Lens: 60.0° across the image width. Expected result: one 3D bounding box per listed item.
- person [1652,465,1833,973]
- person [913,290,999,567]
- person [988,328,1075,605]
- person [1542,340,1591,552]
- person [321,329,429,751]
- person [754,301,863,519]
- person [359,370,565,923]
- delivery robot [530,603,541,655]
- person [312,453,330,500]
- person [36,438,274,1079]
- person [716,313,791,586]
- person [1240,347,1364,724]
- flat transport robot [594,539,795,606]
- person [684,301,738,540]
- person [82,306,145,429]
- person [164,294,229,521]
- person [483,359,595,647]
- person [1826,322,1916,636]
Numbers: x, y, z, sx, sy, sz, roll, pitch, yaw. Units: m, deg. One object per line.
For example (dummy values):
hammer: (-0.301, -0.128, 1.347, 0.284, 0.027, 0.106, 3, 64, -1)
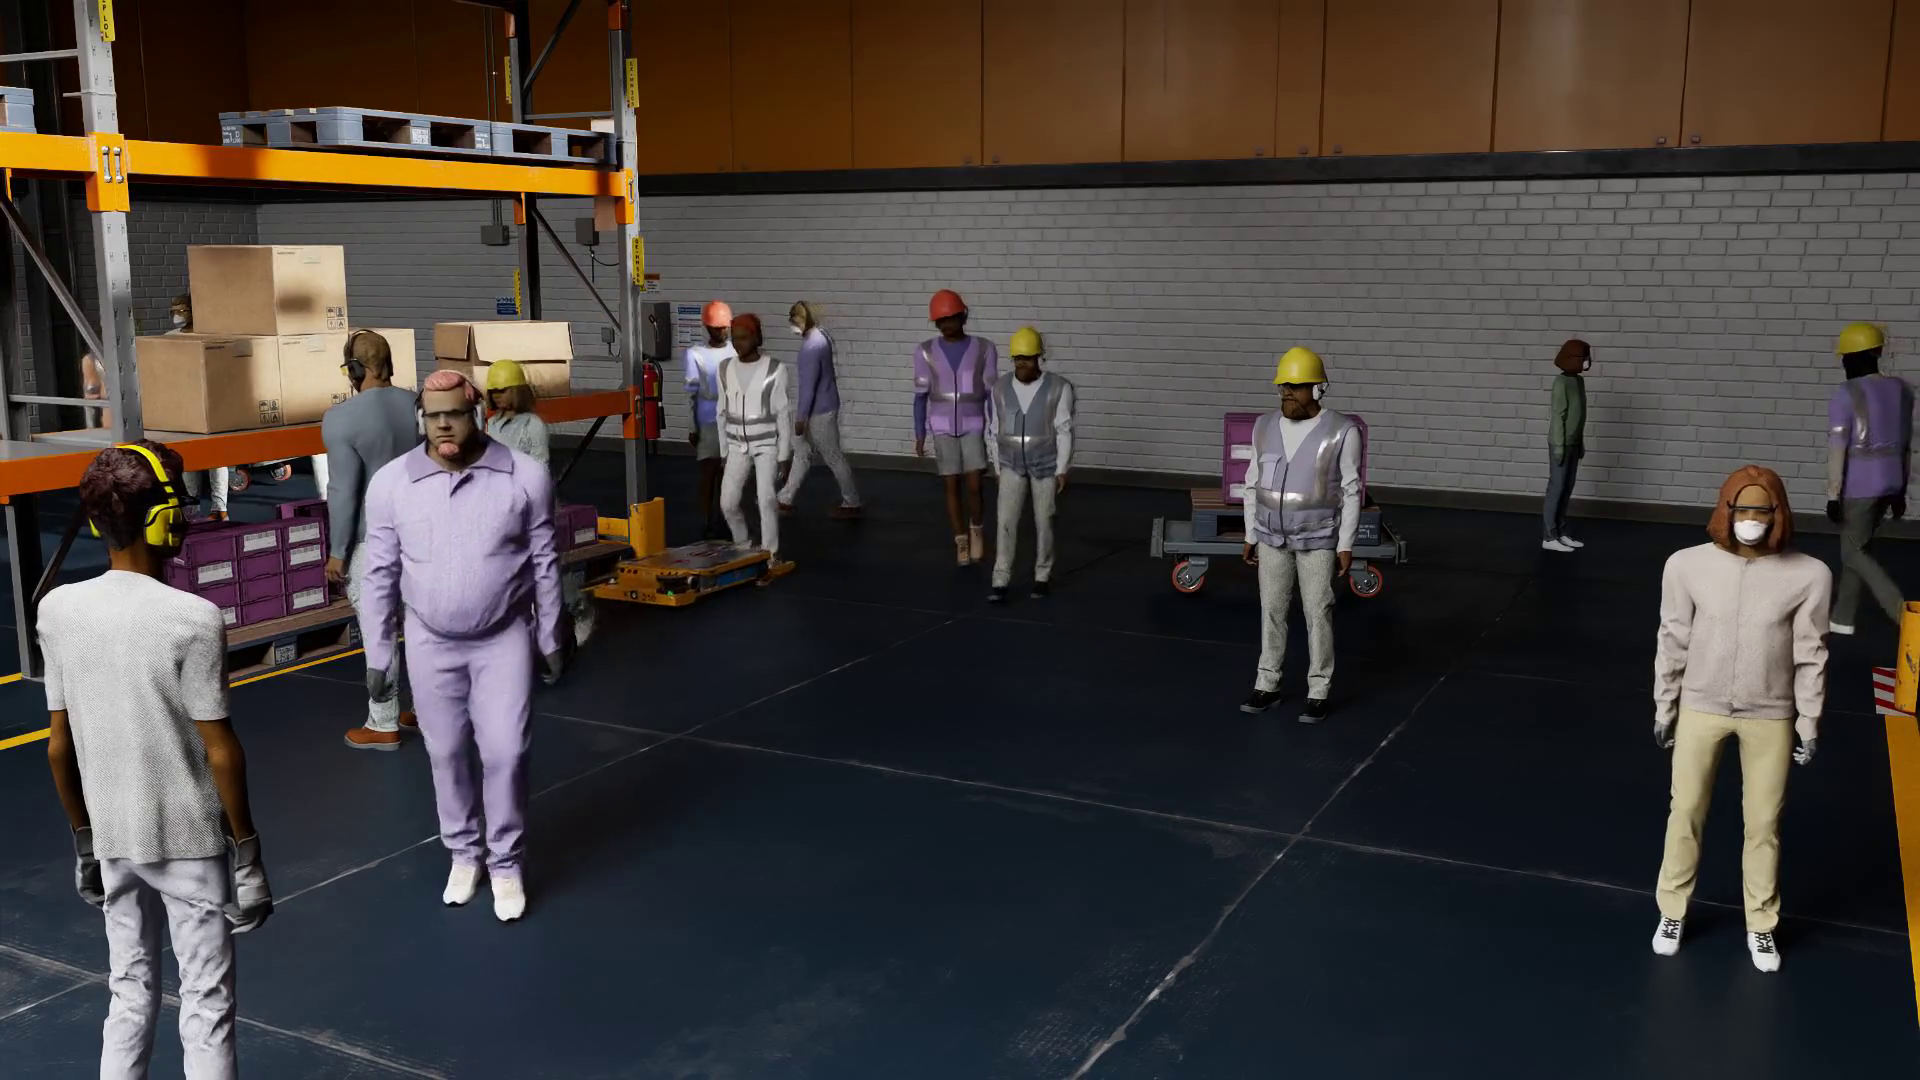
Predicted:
person: (2.477, 0.566, 5.310, 0.497, 1.626, 0.287, 5, 11, 25)
person: (-0.027, -0.796, 12.056, 0.632, 2.013, 0.460, 1, 10, 5)
person: (0.431, -0.459, 10.735, 0.593, 1.791, 0.872, 3, 10, 15)
person: (4.661, -0.723, 12.767, 0.285, 1.626, 0.502, 8, 12, 38)
person: (-2.656, 0.003, 7.669, 0.373, 1.935, 0.628, 6, 11, 29)
person: (-1.287, -1.084, 14.118, 0.961, 1.878, 0.679, 0, 10, -2)
person: (-1.702, 0.372, 5.668, 0.668, 1.883, 0.664, -1, 10, -7)
delivery robot: (-2.445, 0.440, 8.854, 0.477, 0.478, 0.707, 3, 10, 17)
person: (-5.679, -1.199, 14.956, 0.657, 1.814, 0.771, -2, 10, -11)
person: (-1.807, 0.703, 3.799, 0.513, 1.872, 0.328, 3, 10, 14)
person: (-1.411, -0.607, 11.364, 0.594, 1.868, 0.427, 3, 10, 18)
person: (1.644, -0.023, 8.112, 0.599, 1.830, 0.404, 7, 12, 36)
flat transport robot: (-1.777, 0.204, 11.314, 0.652, 0.197, 1.431, 5, 11, 26)
person: (-1.916, -0.936, 13.216, 0.542, 1.904, 0.559, -6, 12, -32)
person: (-6.618, -0.931, 13.199, 0.882, 1.888, 0.587, 9, 13, 42)
person: (-6.423, -1.090, 13.977, 0.627, 1.940, 0.370, 2, 10, 13)
person: (-2.402, -0.163, 9.283, 0.504, 1.712, 0.794, 6, 11, 31)
person: (5.320, -0.316, 9.655, 0.595, 1.892, 0.766, -4, 10, -20)
